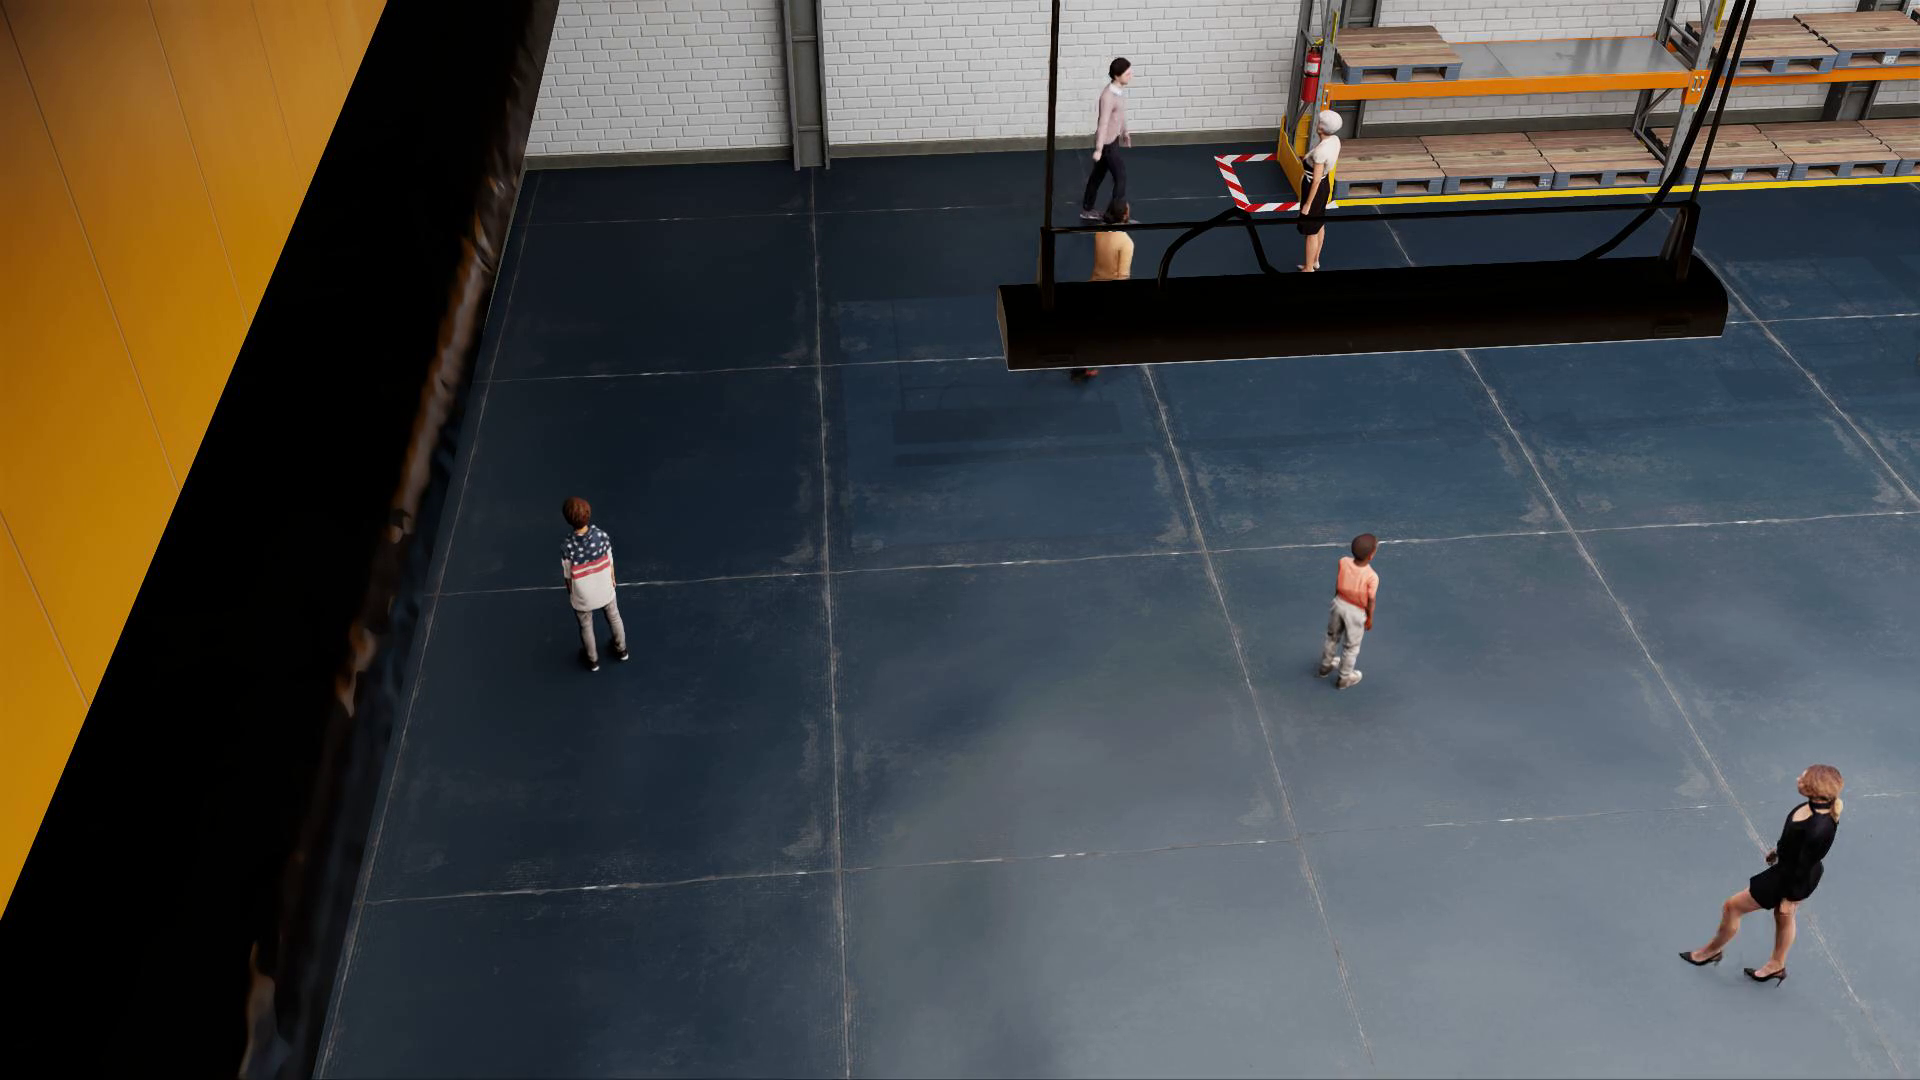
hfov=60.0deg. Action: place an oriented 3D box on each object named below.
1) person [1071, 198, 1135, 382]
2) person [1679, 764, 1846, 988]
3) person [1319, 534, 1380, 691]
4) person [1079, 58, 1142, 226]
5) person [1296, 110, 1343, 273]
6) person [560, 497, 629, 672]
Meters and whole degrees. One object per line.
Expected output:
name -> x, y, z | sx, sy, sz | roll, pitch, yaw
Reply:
person -> 1.261, -2.150, 14.645 | 1.263, 1.707, 1.088 | -27, 46, -29
person -> 4.783, 1.972, 9.454 | 0.925, 1.745, 0.843 | 22, 43, 25
person -> 2.734, 0.488, 11.660 | 0.607, 1.310, 0.556 | -31, 48, -32
person -> 1.431, -4.065, 16.984 | 0.990, 1.781, 0.812 | 7, 39, 9
person -> 3.452, -3.314, 16.064 | 0.728, 1.756, 0.713 | 20, 43, 23
person -> -2.614, 0.301, 11.792 | 0.530, 1.438, 0.637 | -20, 43, -23
